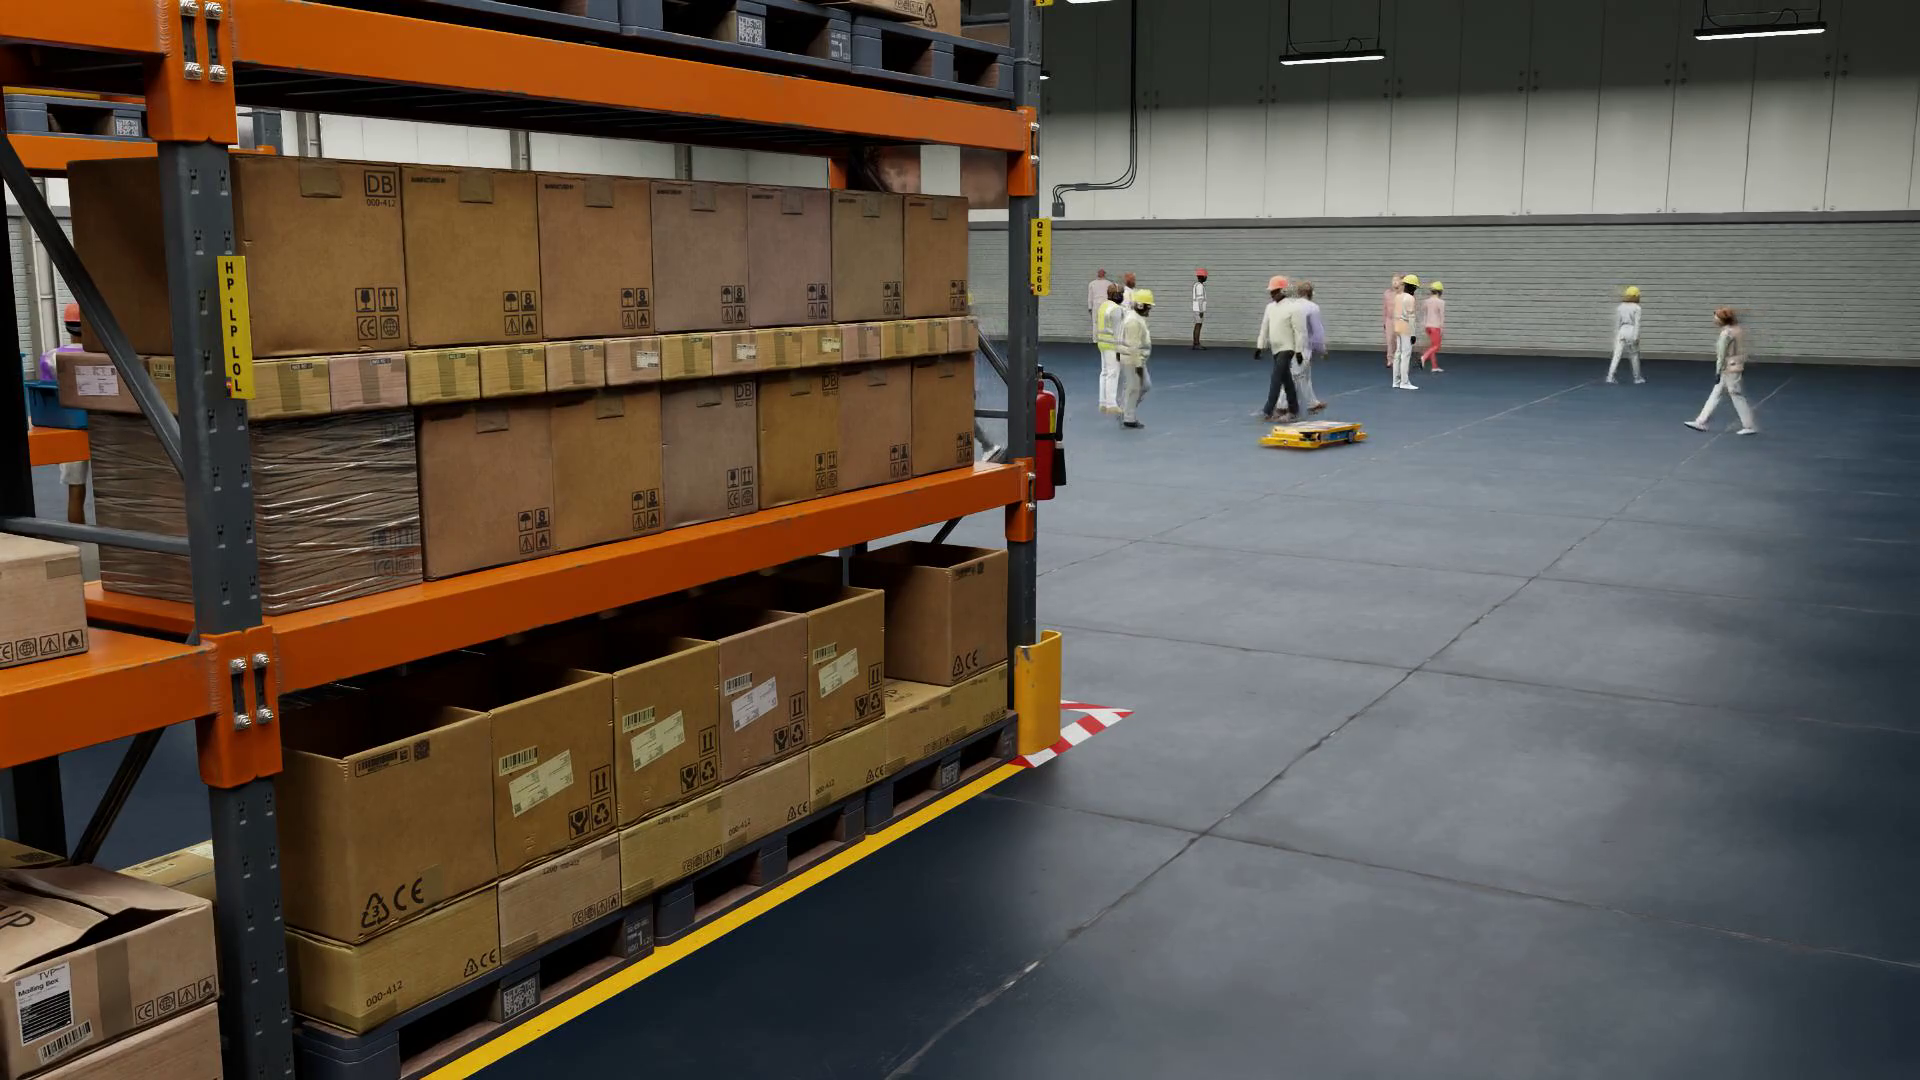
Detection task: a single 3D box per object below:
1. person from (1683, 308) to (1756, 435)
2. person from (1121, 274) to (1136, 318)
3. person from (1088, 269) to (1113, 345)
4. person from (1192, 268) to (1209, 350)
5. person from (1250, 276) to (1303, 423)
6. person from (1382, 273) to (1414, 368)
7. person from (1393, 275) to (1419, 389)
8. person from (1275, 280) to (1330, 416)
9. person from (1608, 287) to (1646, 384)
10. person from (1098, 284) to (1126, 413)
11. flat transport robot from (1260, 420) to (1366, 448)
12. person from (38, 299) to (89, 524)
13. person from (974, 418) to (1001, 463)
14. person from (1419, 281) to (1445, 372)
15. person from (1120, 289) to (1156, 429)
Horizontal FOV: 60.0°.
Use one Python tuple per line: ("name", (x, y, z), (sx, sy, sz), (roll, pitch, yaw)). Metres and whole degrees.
("person", (9.566, -2.099, 20.765), (0.851, 1.574, 0.562), (5, 11, 27))
("person", (3.746, -4.877, 36.287), (0.788, 1.839, 0.649), (6, 11, 30))
("person", (3.554, -5.870, 41.900), (0.644, 1.907, 0.400), (1, 10, 8))
("person", (5.711, -5.468, 39.453), (0.362, 1.935, 0.553), (0, 10, 0))
("person", (4.218, -2.546, 22.293), (0.977, 1.946, 0.608), (-4, 11, -23))
("person", (8.794, -4.409, 33.385), (0.641, 1.893, 0.693), (5, 11, 27))
("person", (7.490, -3.484, 27.898), (0.381, 1.917, 0.585), (-2, 10, -12))
("person", (4.796, -2.665, 23.211), (1.009, 1.888, 0.642), (-4, 11, -23))
("person", (11.657, -3.563, 29.008), (0.886, 1.697, 0.499), (-6, 11, -32))
("person", (2.178, -2.715, 23.653), (0.429, 1.835, 0.628), (-2, 10, -14))
("flat transport robot", (4.201, -1.263, 19.711), (0.652, 0.197, 1.431), (8, 12, 38))
("person", (-6.139, -0.732, 11.728), (0.551, 1.934, 0.373), (-3, 10, -17))
("person", (-0.035, -1.694, 17.517), (0.967, 1.891, 0.583), (-1, 10, -5))
("person", (9.047, -4.071, 31.836), (0.623, 1.748, 0.526), (-5, 11, -25))
("person", (2.277, -2.307, 21.340), (0.449, 1.803, 0.619), (2, 10, 12))
